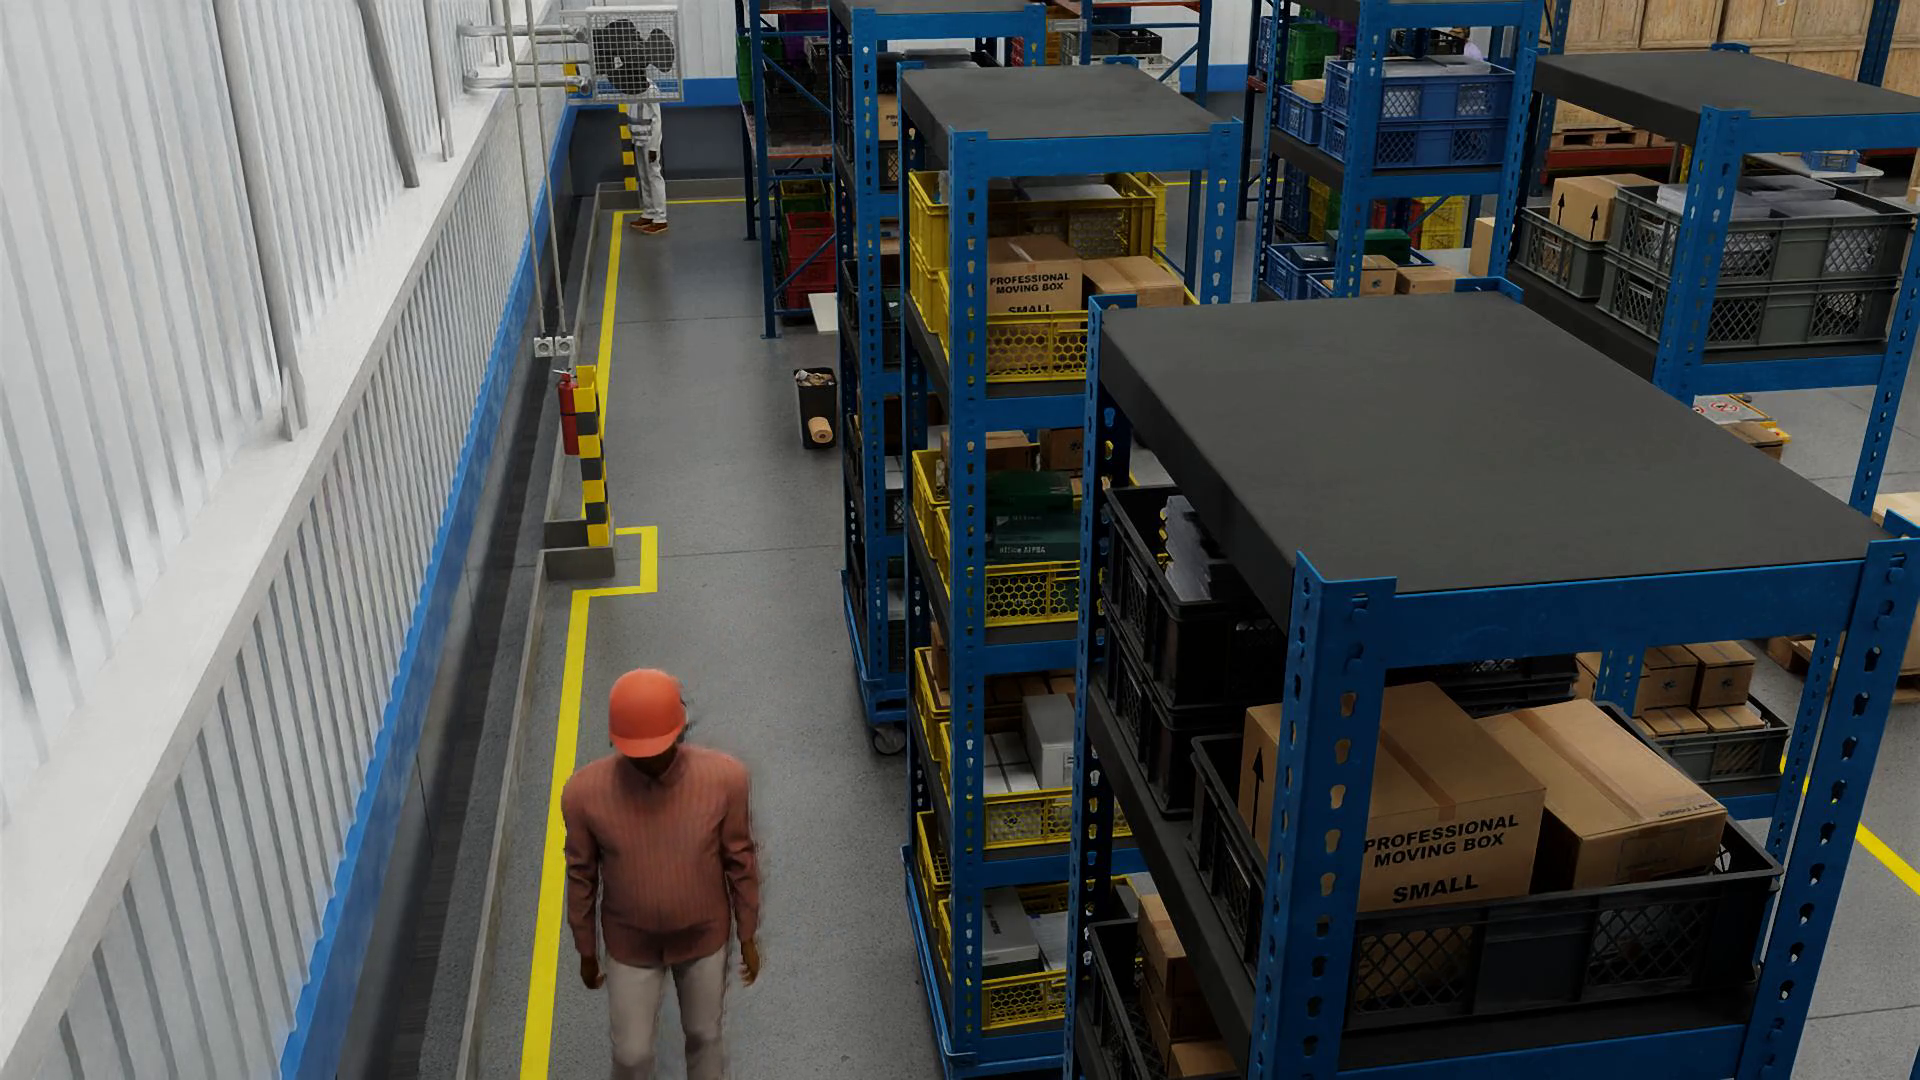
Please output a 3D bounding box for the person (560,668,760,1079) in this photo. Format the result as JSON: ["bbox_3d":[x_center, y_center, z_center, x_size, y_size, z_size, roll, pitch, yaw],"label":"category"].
[{"bbox_3d":[-0.956,1.297,5.421,0.622,1.985,0.425,-5,25,-11],"label":"person"}]

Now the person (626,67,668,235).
[{"bbox_3d":[-3.297,-4.160,17.395,0.355,1.883,0.576,-15,29,-30],"label":"person"}]

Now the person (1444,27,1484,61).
[{"bbox_3d":[5.735,-5.071,19.321,0.374,1.933,0.625,-14,28,-27],"label":"person"}]
